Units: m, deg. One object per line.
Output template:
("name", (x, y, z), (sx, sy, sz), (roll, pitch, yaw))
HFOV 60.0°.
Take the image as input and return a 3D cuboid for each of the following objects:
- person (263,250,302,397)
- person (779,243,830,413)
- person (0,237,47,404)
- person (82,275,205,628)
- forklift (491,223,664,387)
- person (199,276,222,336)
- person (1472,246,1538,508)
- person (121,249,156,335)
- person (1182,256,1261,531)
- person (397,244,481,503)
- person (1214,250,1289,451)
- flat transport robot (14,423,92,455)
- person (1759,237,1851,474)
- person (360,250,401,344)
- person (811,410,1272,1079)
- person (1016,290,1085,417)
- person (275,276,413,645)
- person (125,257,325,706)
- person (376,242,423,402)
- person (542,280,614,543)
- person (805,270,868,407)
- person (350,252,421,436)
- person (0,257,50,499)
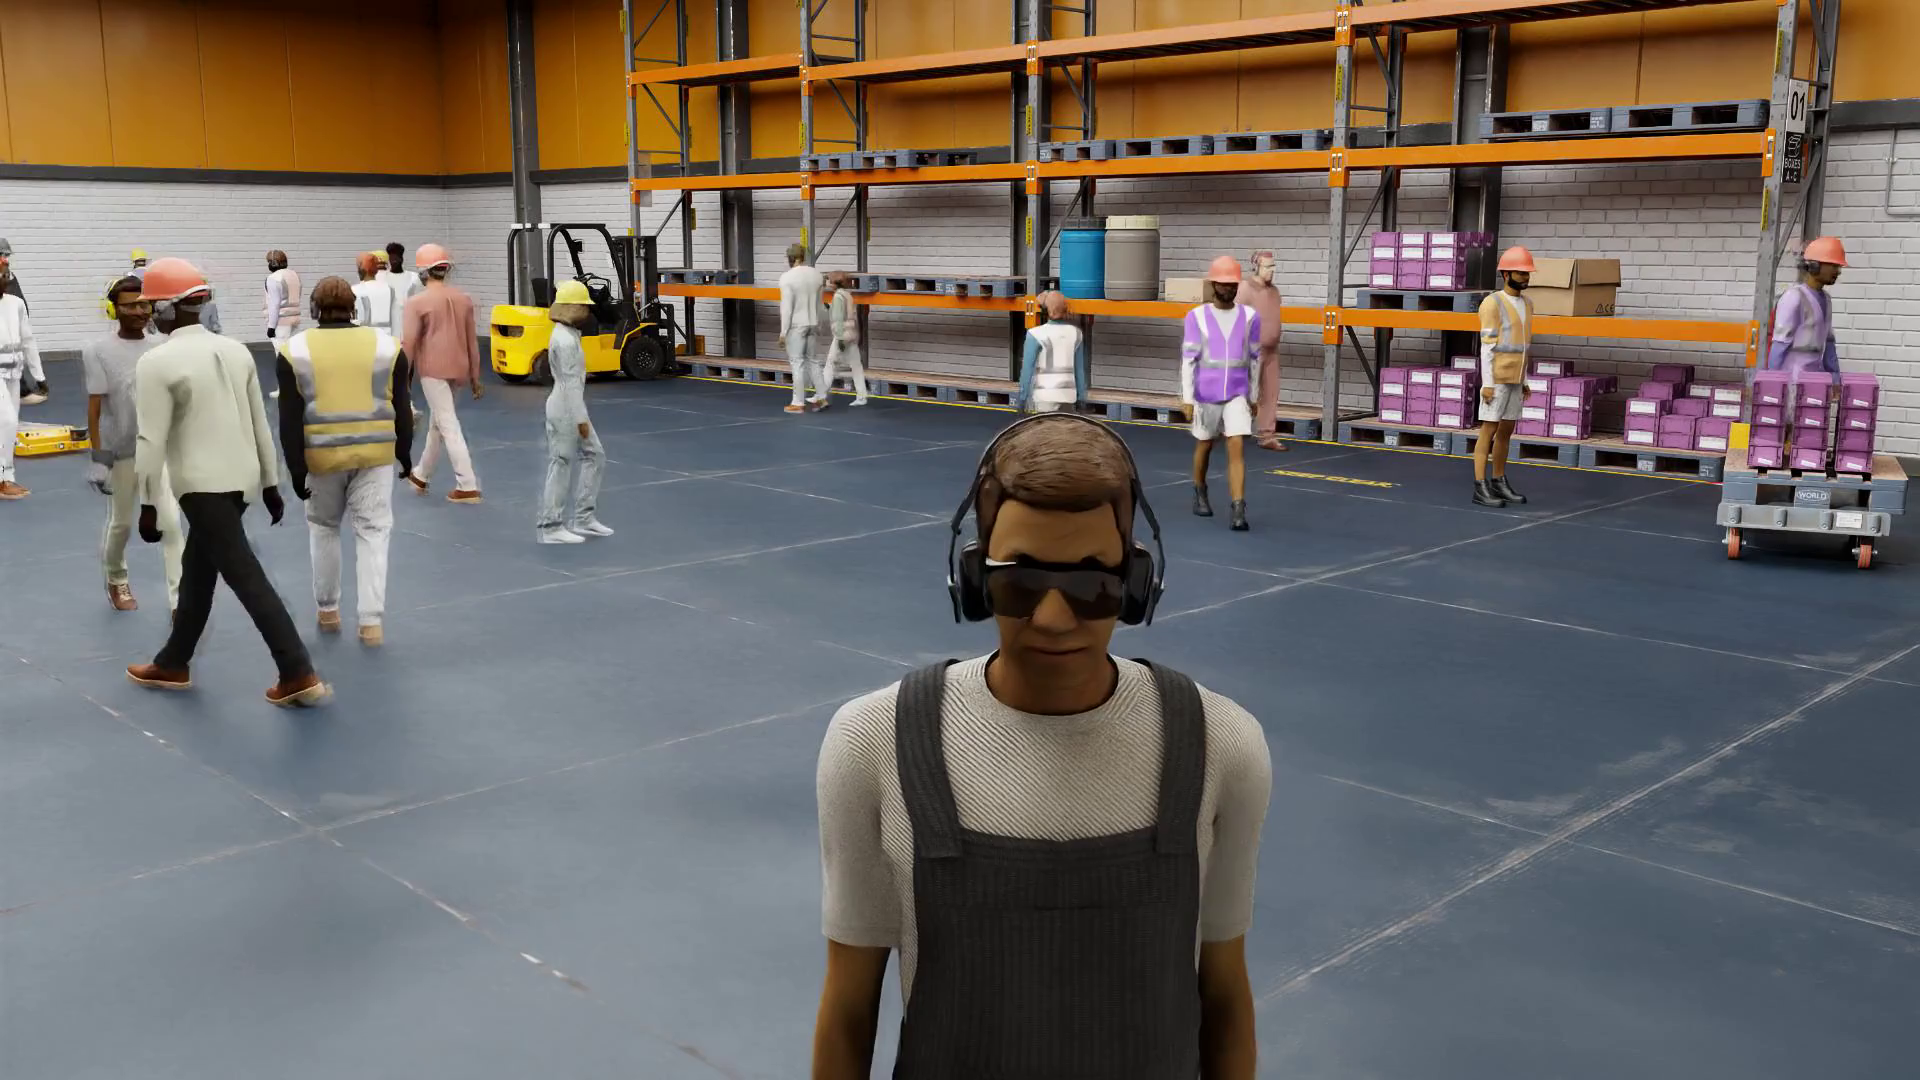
("person", (-8.501, -2.708, 20.862), (0.429, 1.841, 0.625), (1, 10, 7))
("person", (-1.780, -2.398, 18.940), (0.502, 1.928, 0.648), (9, 14, 41))
("person", (-11.454, -2.651, 19.999), (0.842, 2.000, 0.700), (0, 10, 0))
("person", (-4.332, -0.472, 8.729), (0.984, 1.829, 0.528), (10, 14, 43))
("forklift", (-5.316, -3.263, 22.920), (2.313, 2.155, 1.214), (-10, 14, -44))
("person", (-7.957, -1.978, 17.450), (0.598, 1.612, 0.514), (7, 13, 34))
("person", (4.106, -1.217, 12.459), (0.546, 1.939, 0.375), (-8, 13, -36))
("person", (-12.415, -3.489, 25.191), (0.744, 1.801, 0.601), (9, 14, 41))
("person", (1.826, -1.042, 11.671), (0.568, 1.886, 1.010), (0, 10, -2))
("person", (-4.045, -1.266, 12.696), (0.990, 1.942, 0.647), (6, 12, 29))
("person", (2.765, -1.788, 15.736), (0.650, 1.887, 0.736), (-9, 14, -41))
("flat transport robot", (-8.913, -0.968, 15.653), (1.431, 0.197, 0.652), (5, 12, 28))
("person", (6.129, -1.141, 11.872), (0.959, 1.998, 0.605), (10, 14, 42))
("person", (-8.014, -3.119, 23.140), (0.613, 1.821, 0.438), (-1, 10, -6))
("person", (0.091, 0.768, 1.896), (0.516, 1.842, 0.328), (-1, 10, -4))
("person", (0.676, -1.025, 12.285), (0.516, 1.624, 0.388), (-8, 13, -38))
("person", (-3.092, -0.414, 8.411), (0.634, 1.818, 0.790), (-4, 11, -22))
("person", (-3.220, -0.240, 7.168), (1.080, 1.932, 0.627), (3, 11, 15))
("person", (-6.838, -2.661, 20.313), (0.614, 1.944, 0.693), (-3, 11, -13))
("person", (-2.500, -0.831, 10.912), (0.595, 1.720, 0.517), (-2, 11, -11))
("person", (-1.456, -2.368, 19.633), (0.779, 1.607, 0.577), (3, 11, 16))
("person", (-5.727, -1.899, 16.407), (0.790, 1.860, 0.582), (6, 12, 30))
("person", (-7.309, -1.237, 12.760), (0.584, 1.866, 0.599), (2, 11, 12))
